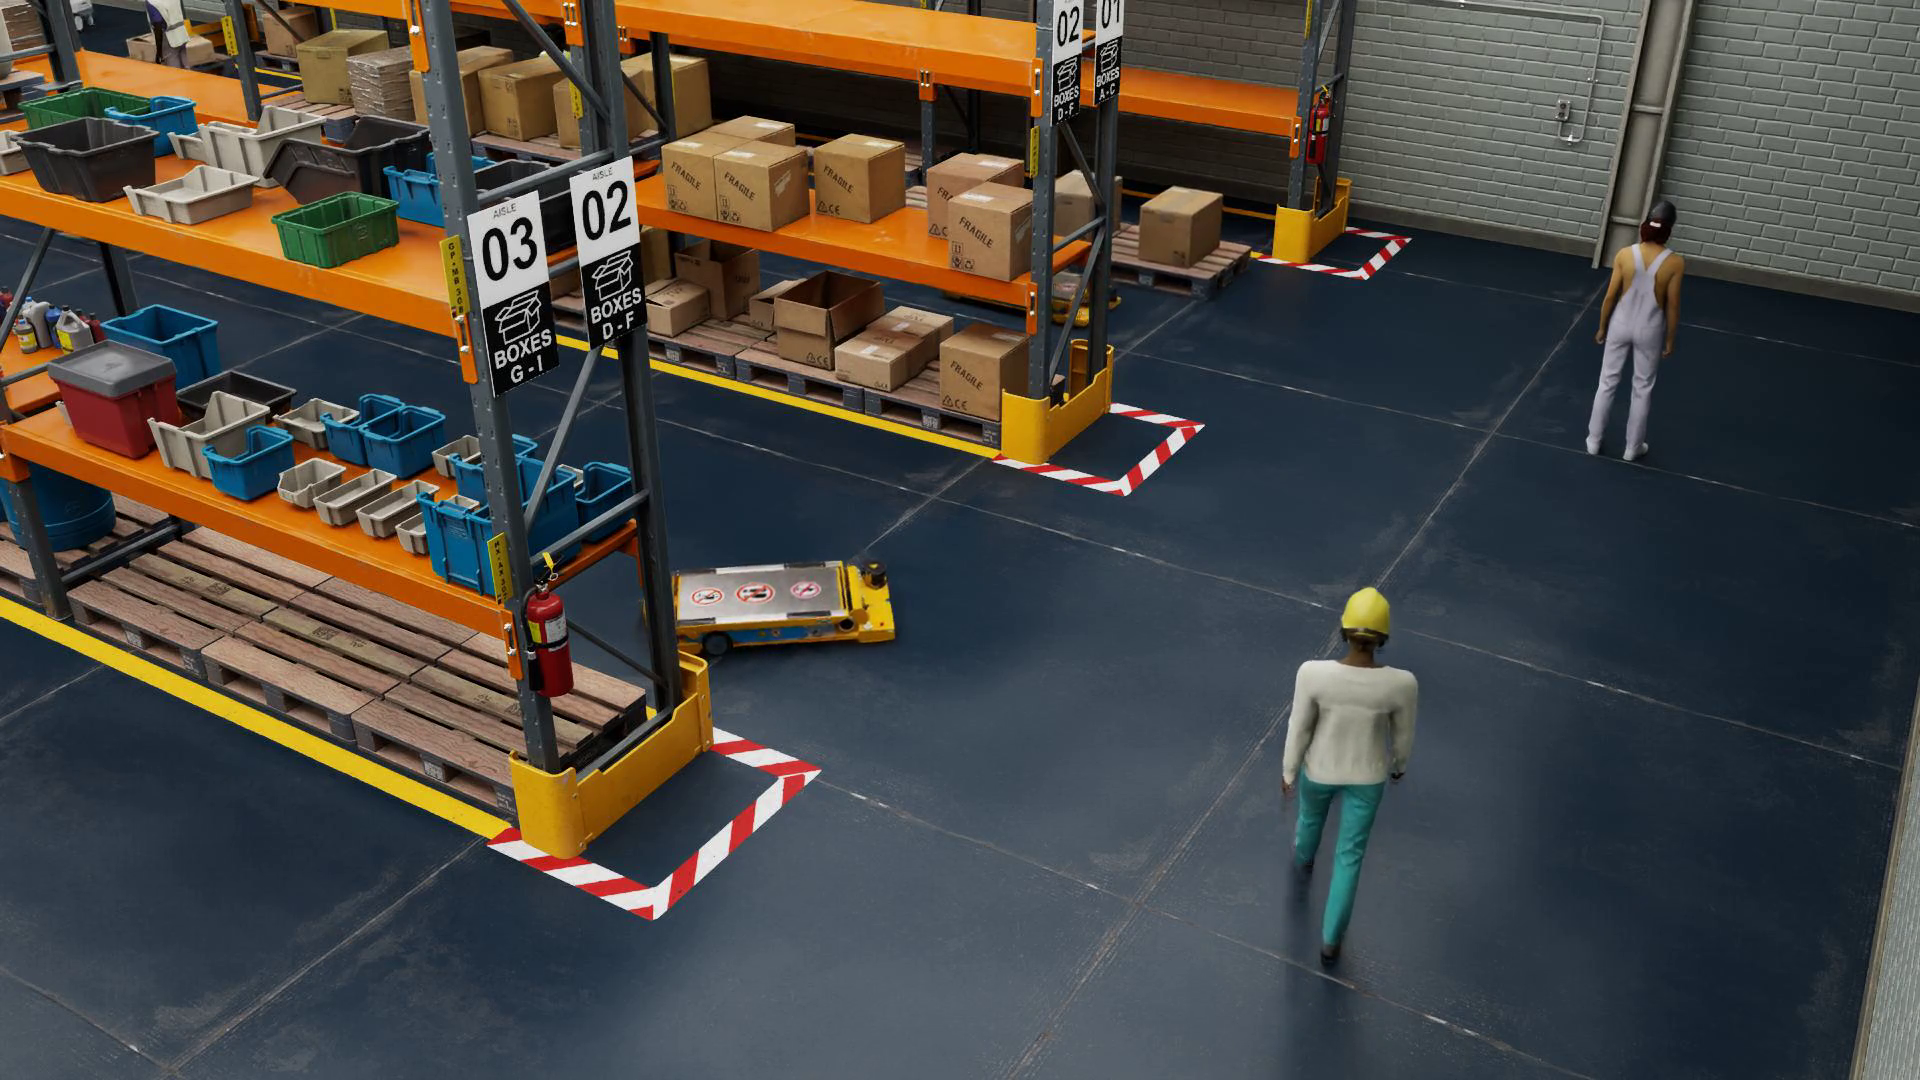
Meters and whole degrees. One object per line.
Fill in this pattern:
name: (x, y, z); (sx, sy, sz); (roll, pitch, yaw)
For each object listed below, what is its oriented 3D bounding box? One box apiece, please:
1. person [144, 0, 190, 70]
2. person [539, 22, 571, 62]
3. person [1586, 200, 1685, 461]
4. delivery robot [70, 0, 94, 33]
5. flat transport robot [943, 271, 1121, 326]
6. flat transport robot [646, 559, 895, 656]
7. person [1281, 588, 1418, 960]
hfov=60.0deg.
person: (-9.151, -5.736, 19.306); (0.391, 1.846, 0.564); (3, 29, 6)
person: (-4.115, -4.495, 17.230); (0.534, 1.696, 0.318); (13, 32, 21)
person: (4.737, -1.469, 11.634); (0.510, 1.862, 0.389); (16, 33, 26)
delivery robot: (-12.917, -7.660, 24.080); (0.525, 0.590, 0.762); (3, 29, 6)
flat transport robot: (0.627, -2.177, 14.539); (1.431, 0.231, 0.659); (17, 34, 28)
flat transport robot: (-1.129, 0.403, 9.910); (1.431, 0.231, 0.659); (-3, 29, -6)
person: (1.722, 0.959, 7.409); (0.550, 1.718, 0.886); (6, 30, 10)
